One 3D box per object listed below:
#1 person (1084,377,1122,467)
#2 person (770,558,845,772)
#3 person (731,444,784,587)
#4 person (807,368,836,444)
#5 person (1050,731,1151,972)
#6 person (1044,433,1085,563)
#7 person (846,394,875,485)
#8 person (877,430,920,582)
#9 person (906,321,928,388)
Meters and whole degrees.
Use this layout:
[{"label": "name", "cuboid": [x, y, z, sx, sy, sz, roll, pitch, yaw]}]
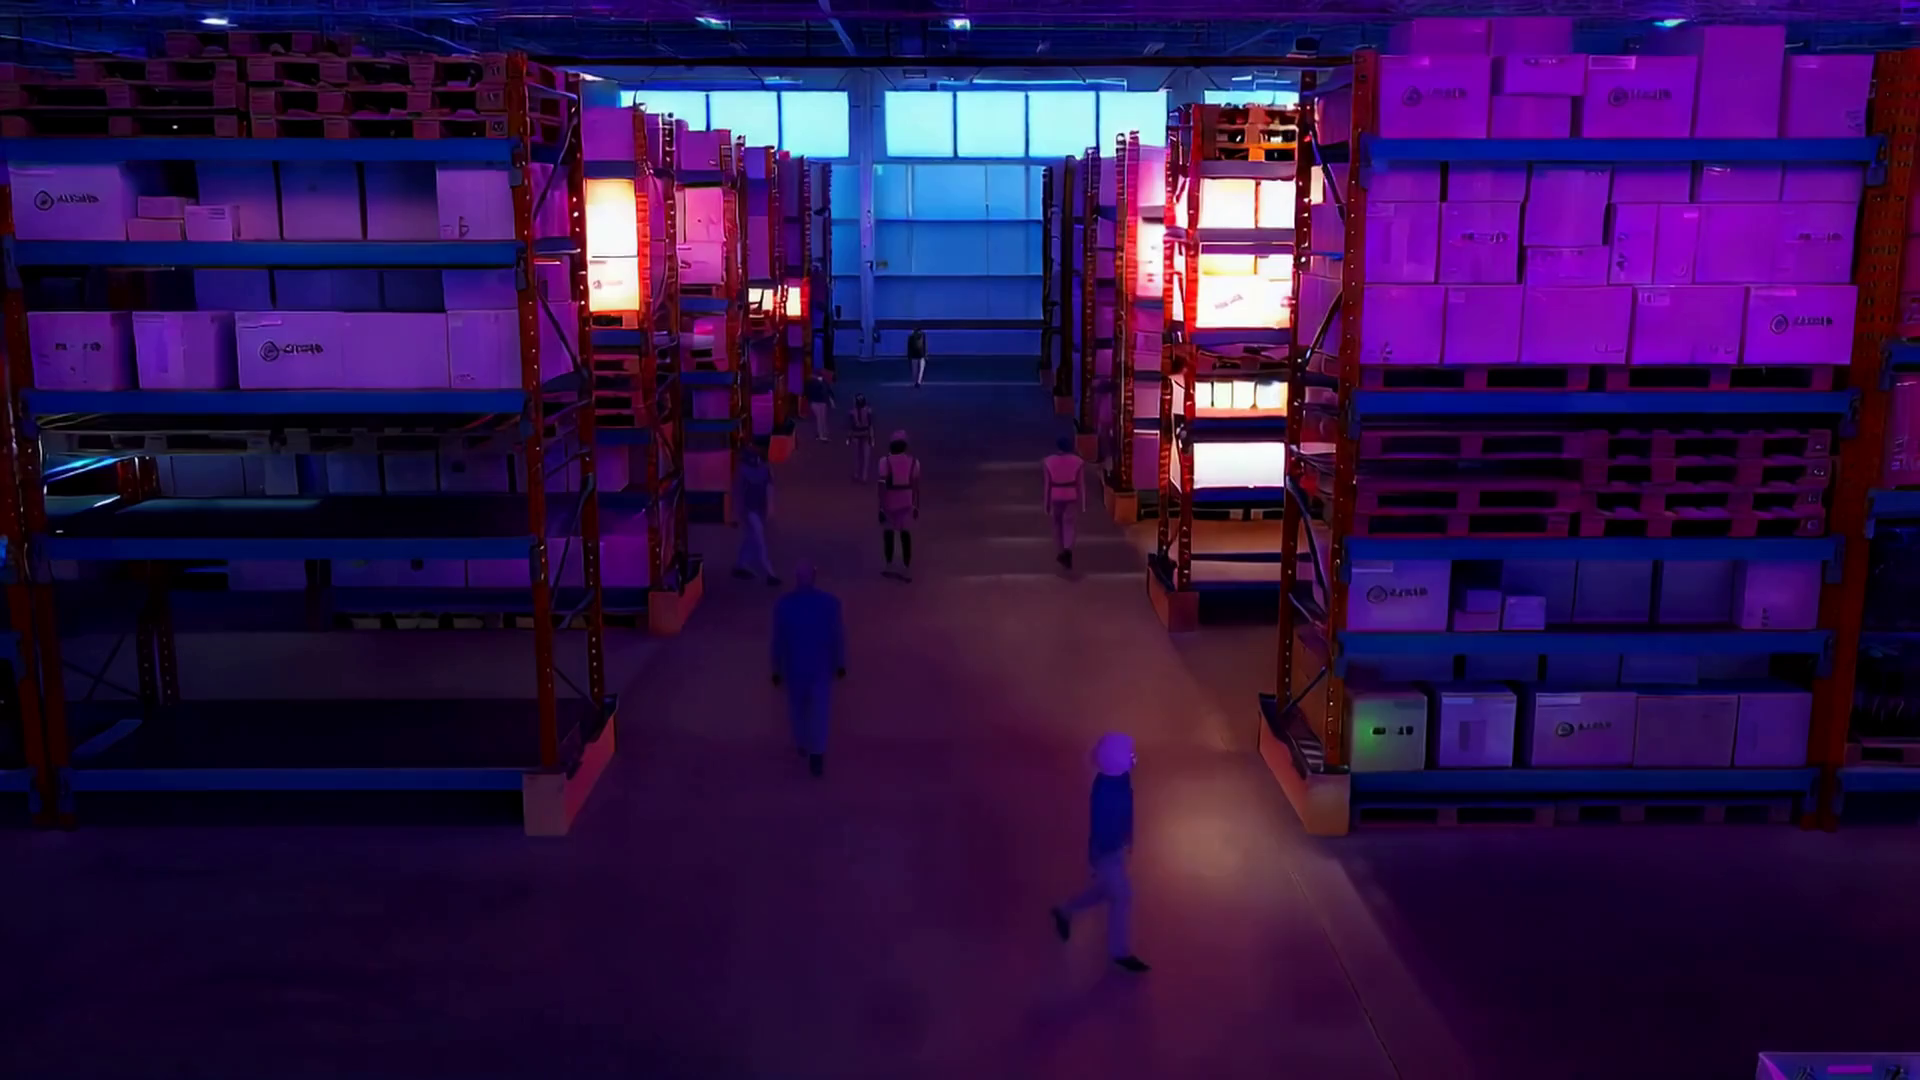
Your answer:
[{"label": "person", "cuboid": [2.798, -2.224, 31.571, 0.760, 1.734, 0.508, 4, 12, 17]}, {"label": "person", "cuboid": [-1.352, 1.096, 14.790, 0.655, 1.876, 0.921, 0, 11, -2]}, {"label": "person", "cuboid": [-2.707, -0.342, 21.902, 1.016, 1.882, 0.704, 9, 14, 37]}, {"label": "person", "cuboid": [-2.927, -2.825, 34.938, 0.573, 1.573, 0.828, -7, 13, -30]}, {"label": "person", "cuboid": [0.927, 2.006, 10.936, 0.698, 1.610, 0.508, 6, 13, 26]}, {"label": "person", "cuboid": [1.449, -0.580, 23.191, 0.582, 1.821, 0.713, 1, 11, 6]}, {"label": "person", "cuboid": [-1.789, -1.830, 29.881, 0.526, 1.619, 0.613, -2, 12, -10]}, {"label": "person", "cuboid": [-0.823, -0.462, 22.191, 0.625, 1.986, 0.879, -4, 12, -20]}, {"label": "person", "cuboid": [-1.156, -5.031, 45.246, 0.666, 1.830, 0.455, 7, 13, 31]}]
